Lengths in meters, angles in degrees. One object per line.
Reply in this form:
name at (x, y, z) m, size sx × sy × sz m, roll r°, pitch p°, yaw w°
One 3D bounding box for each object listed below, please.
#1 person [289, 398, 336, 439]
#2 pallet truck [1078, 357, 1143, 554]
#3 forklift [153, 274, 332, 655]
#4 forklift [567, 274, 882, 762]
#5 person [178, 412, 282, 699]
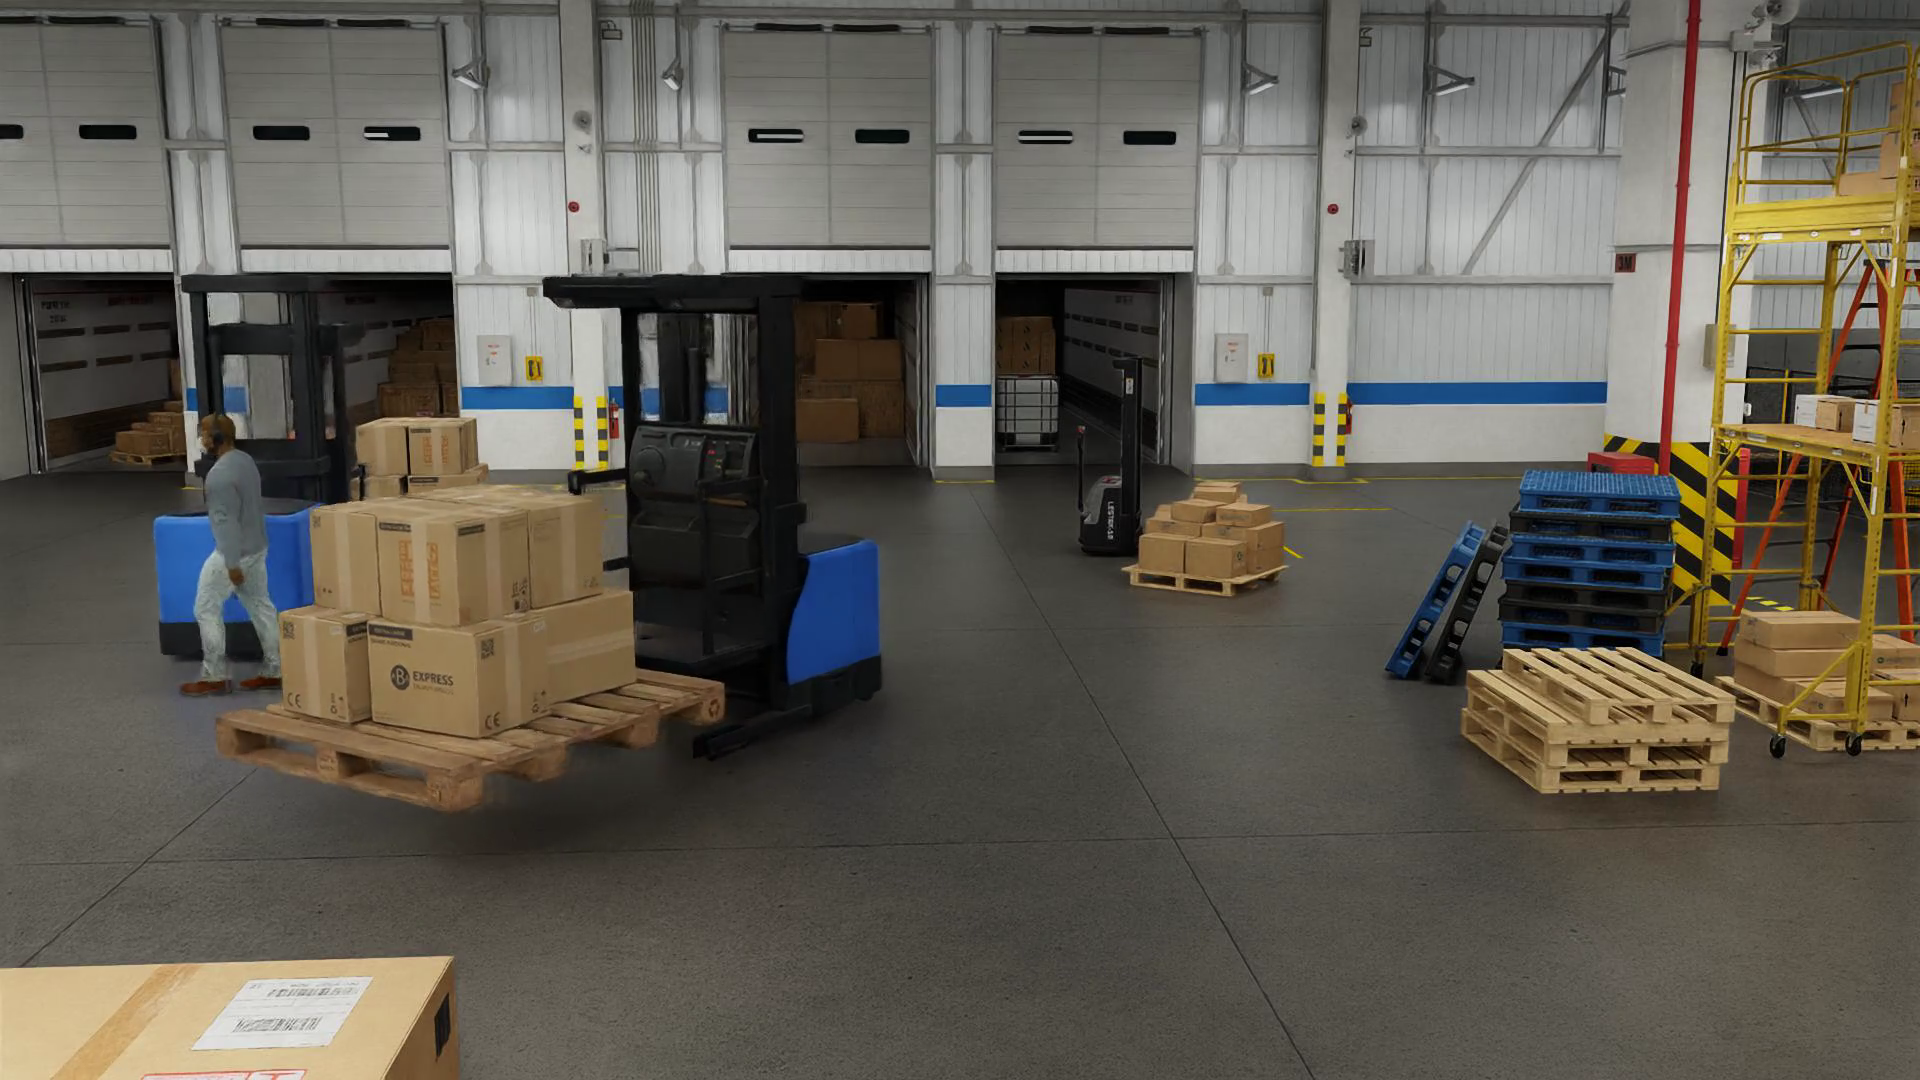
person at (-6.089, -0.535, 15.812) m, size 0.533 × 1.697 × 0.322 m, roll -8°, pitch 12°, yaw -42°
pallet truck at (2.088, -0.836, 16.757) m, size 1.885 × 1.965 × 0.823 m, roll 2°, pitch 9°, yaw 13°
forklift at (-5.354, -0.640, 12.767) m, size 1.129 × 2.768 × 1.873 m, roll -1°, pitch 9°, yaw -4°
forklift at (-1.418, -0.259, 10.376) m, size 1.129 × 2.768 × 1.873 m, roll 6°, pitch 11°, yaw 31°
person at (-4.950, 0.102, 11.153) m, size 0.791 × 1.912 × 0.654 m, roll 0°, pitch 9°, yaw -2°
